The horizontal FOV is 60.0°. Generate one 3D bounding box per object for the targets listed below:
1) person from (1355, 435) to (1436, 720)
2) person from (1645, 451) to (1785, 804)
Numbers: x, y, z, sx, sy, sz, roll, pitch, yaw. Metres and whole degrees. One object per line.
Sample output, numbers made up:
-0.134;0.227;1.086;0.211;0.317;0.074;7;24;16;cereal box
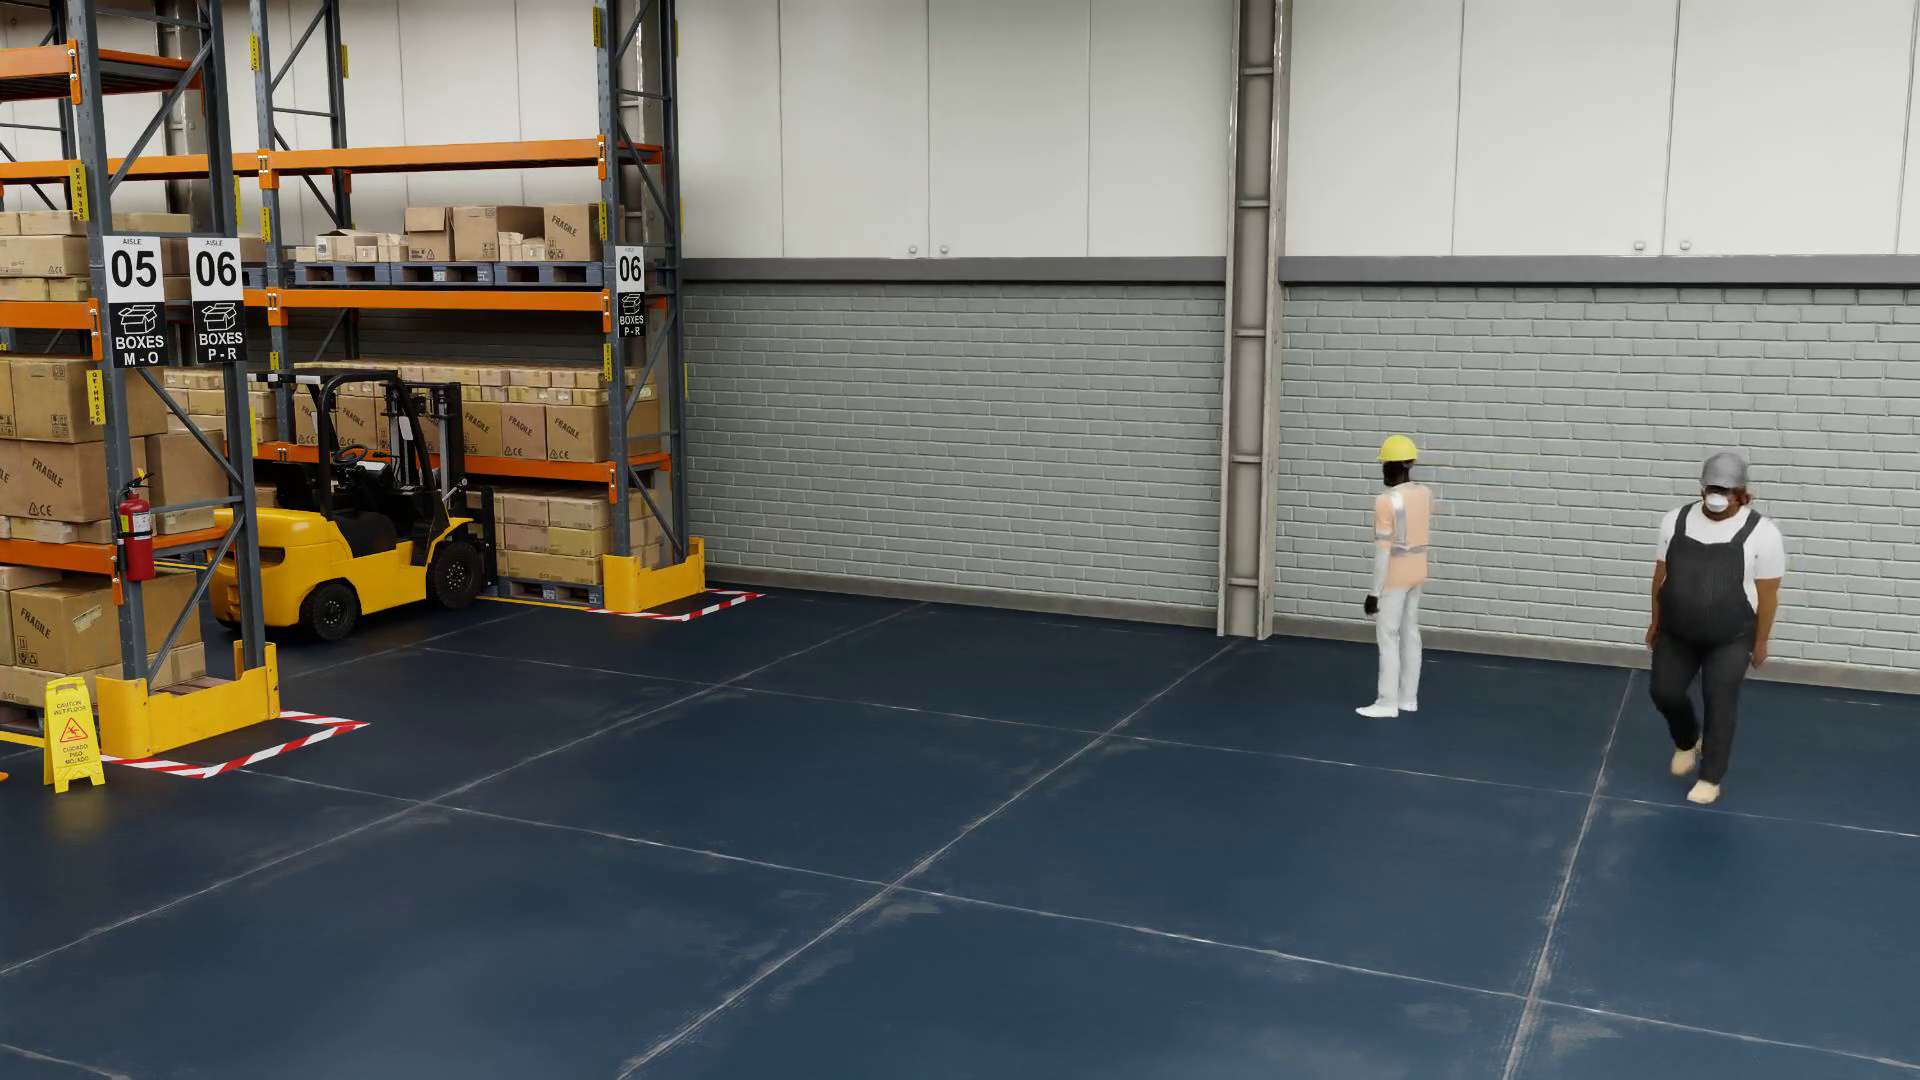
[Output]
2.952;0.250;11.241;0.594;1.926;0.376;-8;12;-41;person
4.260;0.482;9.468;0.702;2.000;0.566;8;13;42;person
